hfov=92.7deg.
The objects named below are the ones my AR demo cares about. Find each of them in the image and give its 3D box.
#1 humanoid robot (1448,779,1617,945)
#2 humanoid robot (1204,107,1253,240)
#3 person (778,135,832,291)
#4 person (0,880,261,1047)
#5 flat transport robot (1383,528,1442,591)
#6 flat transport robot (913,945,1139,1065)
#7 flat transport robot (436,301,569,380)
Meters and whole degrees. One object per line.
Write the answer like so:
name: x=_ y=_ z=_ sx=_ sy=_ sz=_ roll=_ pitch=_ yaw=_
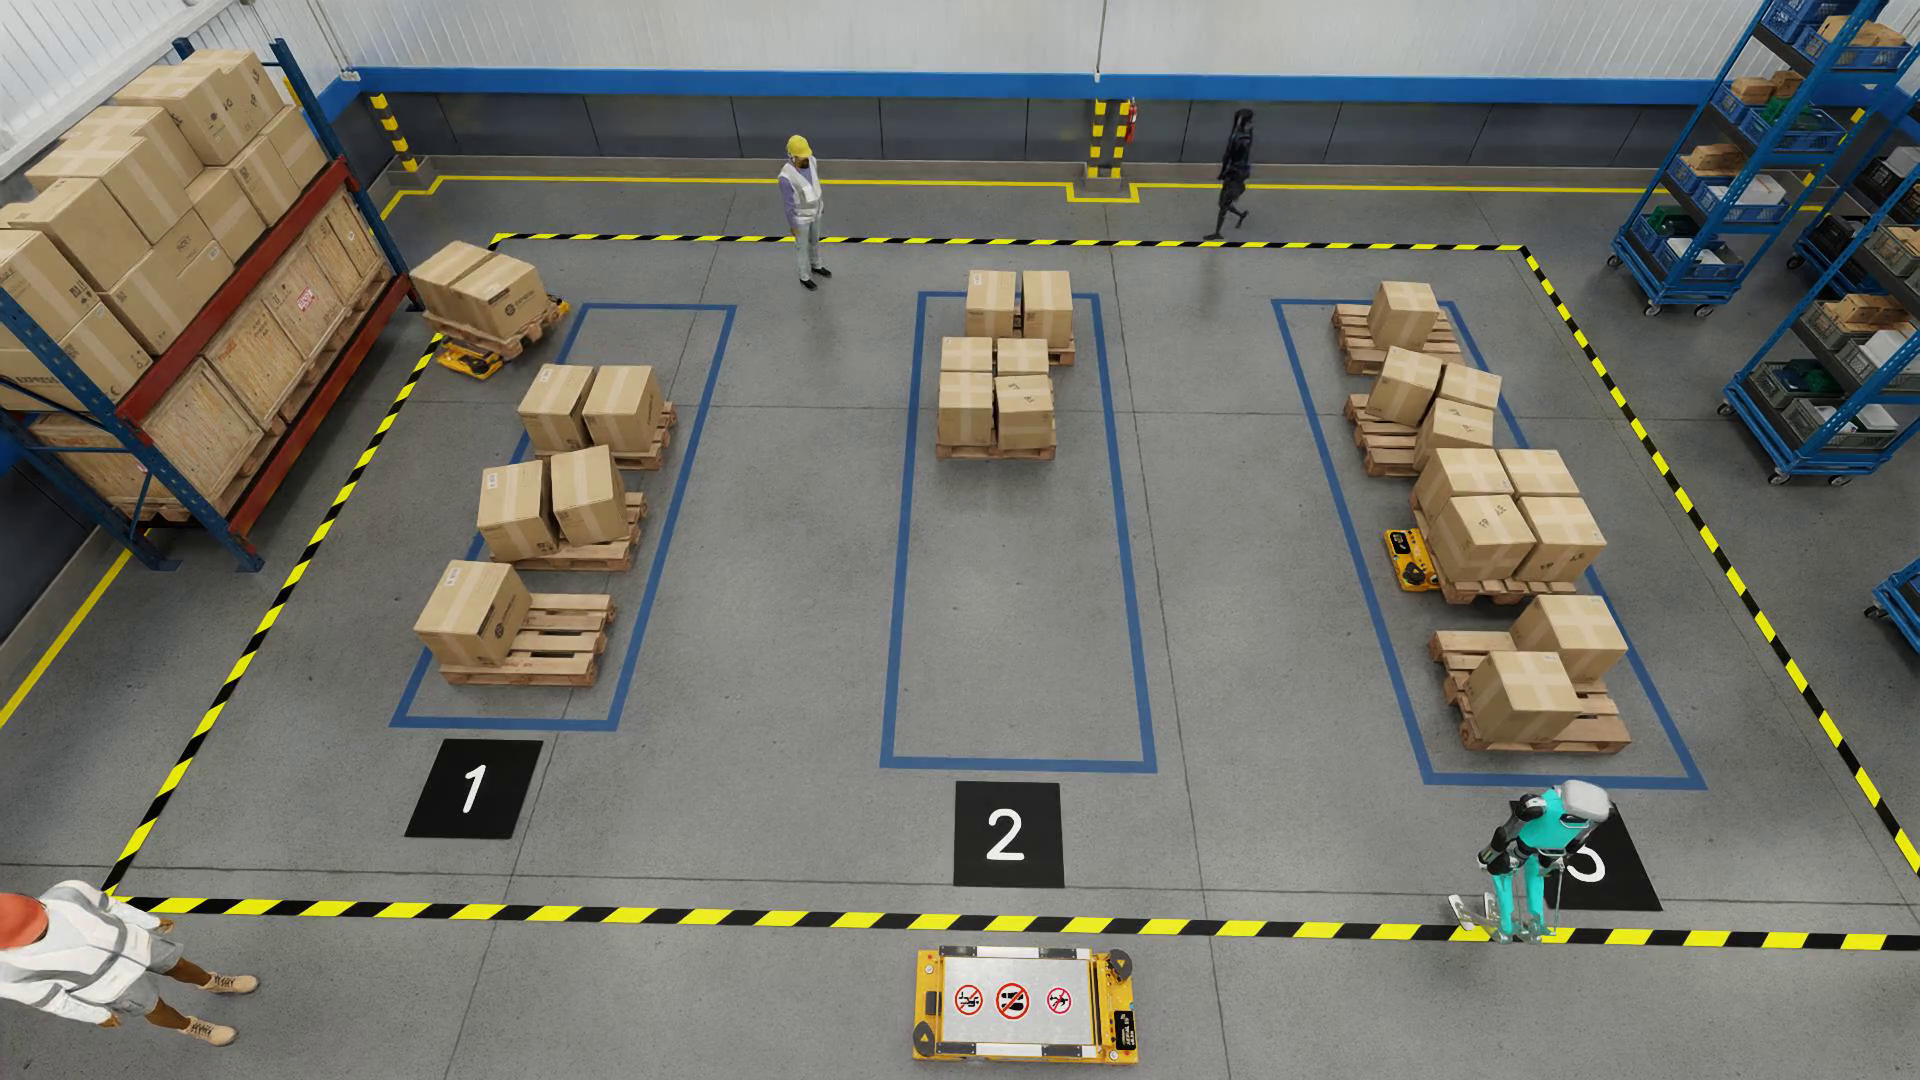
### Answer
humanoid robot: x=3.578 y=2.144 z=5.706 sx=0.533 sy=1.673 sz=0.735 roll=1 pitch=51 yaw=1
humanoid robot: x=3.421 y=-4.459 z=11.223 sx=0.580 sy=1.640 sz=0.612 roll=-7 pitch=51 yaw=-6
person: x=-1.764 y=-3.770 z=10.549 sx=0.403 sy=1.830 sz=0.596 roll=25 pitch=55 yaw=19
person: x=-4.859 y=2.473 z=5.328 sx=0.383 sy=2.039 sz=0.613 roll=1 pitch=51 yaw=1
flat transport robot: x=4.689 y=0.155 z=8.342 sx=1.431 sy=0.197 sz=0.652 roll=1 pitch=51 yaw=1
flat transport robot: x=0.422 y=3.041 z=6.007 sx=1.431 sy=0.231 sz=0.659 roll=1 pitch=51 yaw=1
flat transport robot: x=-5.201 y=-2.402 z=10.426 sx=0.652 sy=0.197 sz=1.431 roll=19 pitch=53 yaw=15
